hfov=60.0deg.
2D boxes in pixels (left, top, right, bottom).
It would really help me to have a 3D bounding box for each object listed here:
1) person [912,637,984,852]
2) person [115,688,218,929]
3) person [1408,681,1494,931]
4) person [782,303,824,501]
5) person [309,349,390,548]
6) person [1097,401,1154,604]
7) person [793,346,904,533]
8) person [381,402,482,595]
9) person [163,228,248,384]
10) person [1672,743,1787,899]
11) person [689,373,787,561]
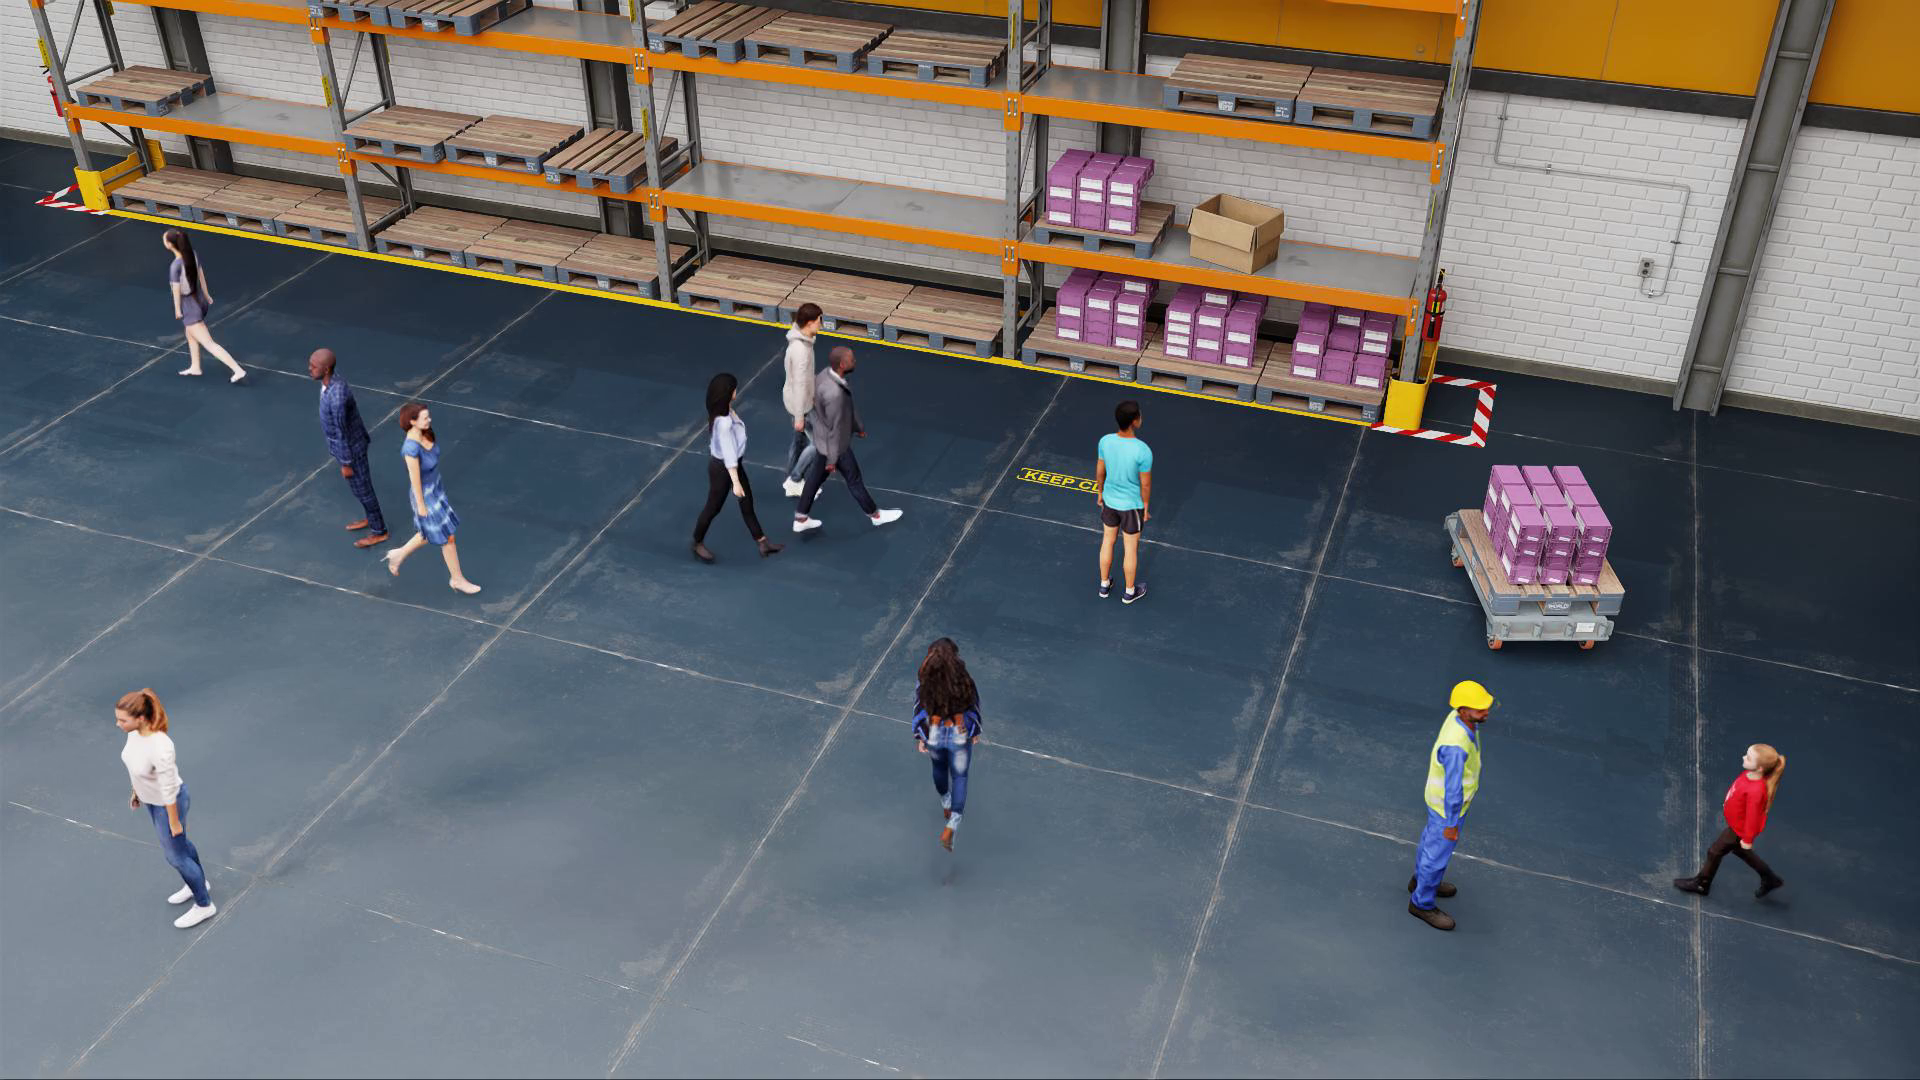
[{"bbox_3d":[-0.076,1.351,10.962,0.967,1.597,0.846,1,34,2],"label":"person"},{"bbox_3d":[-4.958,1.626,10.440,0.791,1.716,0.697,-24,40,-31],"label":"person"},{"bbox_3d":[3.056,1.610,10.378,0.559,1.813,0.645,12,35,17],"label":"person"},{"bbox_3d":[-1.486,-1.190,14.590,0.851,1.813,0.868,0,34,0],"label":"person"},{"bbox_3d":[-5.148,-0.806,14.012,0.801,1.814,0.729,-17,37,-23],"label":"person"},{"bbox_3d":[1.301,-0.299,13.282,0.522,1.776,0.711,19,38,26],"label":"person"},{"bbox_3d":[-1.151,-0.783,14.030,1.324,1.755,1.152,-9,35,-13],"label":"person"},{"bbox_3d":[-4.305,-0.298,13.276,1.089,1.782,0.905,-3,34,-5],"label":"person"},{"bbox_3d":[-7.482,-2.276,16.402,1.062,1.616,0.747,4,34,6],"label":"person"},{"bbox_3d":[5.032,1.819,10.563,0.871,1.260,0.525,14,36,19],"label":"person"},{"bbox_3d":[-2.007,-0.547,13.730,1.185,1.695,1.011,-1,34,-1],"label":"person"}]
